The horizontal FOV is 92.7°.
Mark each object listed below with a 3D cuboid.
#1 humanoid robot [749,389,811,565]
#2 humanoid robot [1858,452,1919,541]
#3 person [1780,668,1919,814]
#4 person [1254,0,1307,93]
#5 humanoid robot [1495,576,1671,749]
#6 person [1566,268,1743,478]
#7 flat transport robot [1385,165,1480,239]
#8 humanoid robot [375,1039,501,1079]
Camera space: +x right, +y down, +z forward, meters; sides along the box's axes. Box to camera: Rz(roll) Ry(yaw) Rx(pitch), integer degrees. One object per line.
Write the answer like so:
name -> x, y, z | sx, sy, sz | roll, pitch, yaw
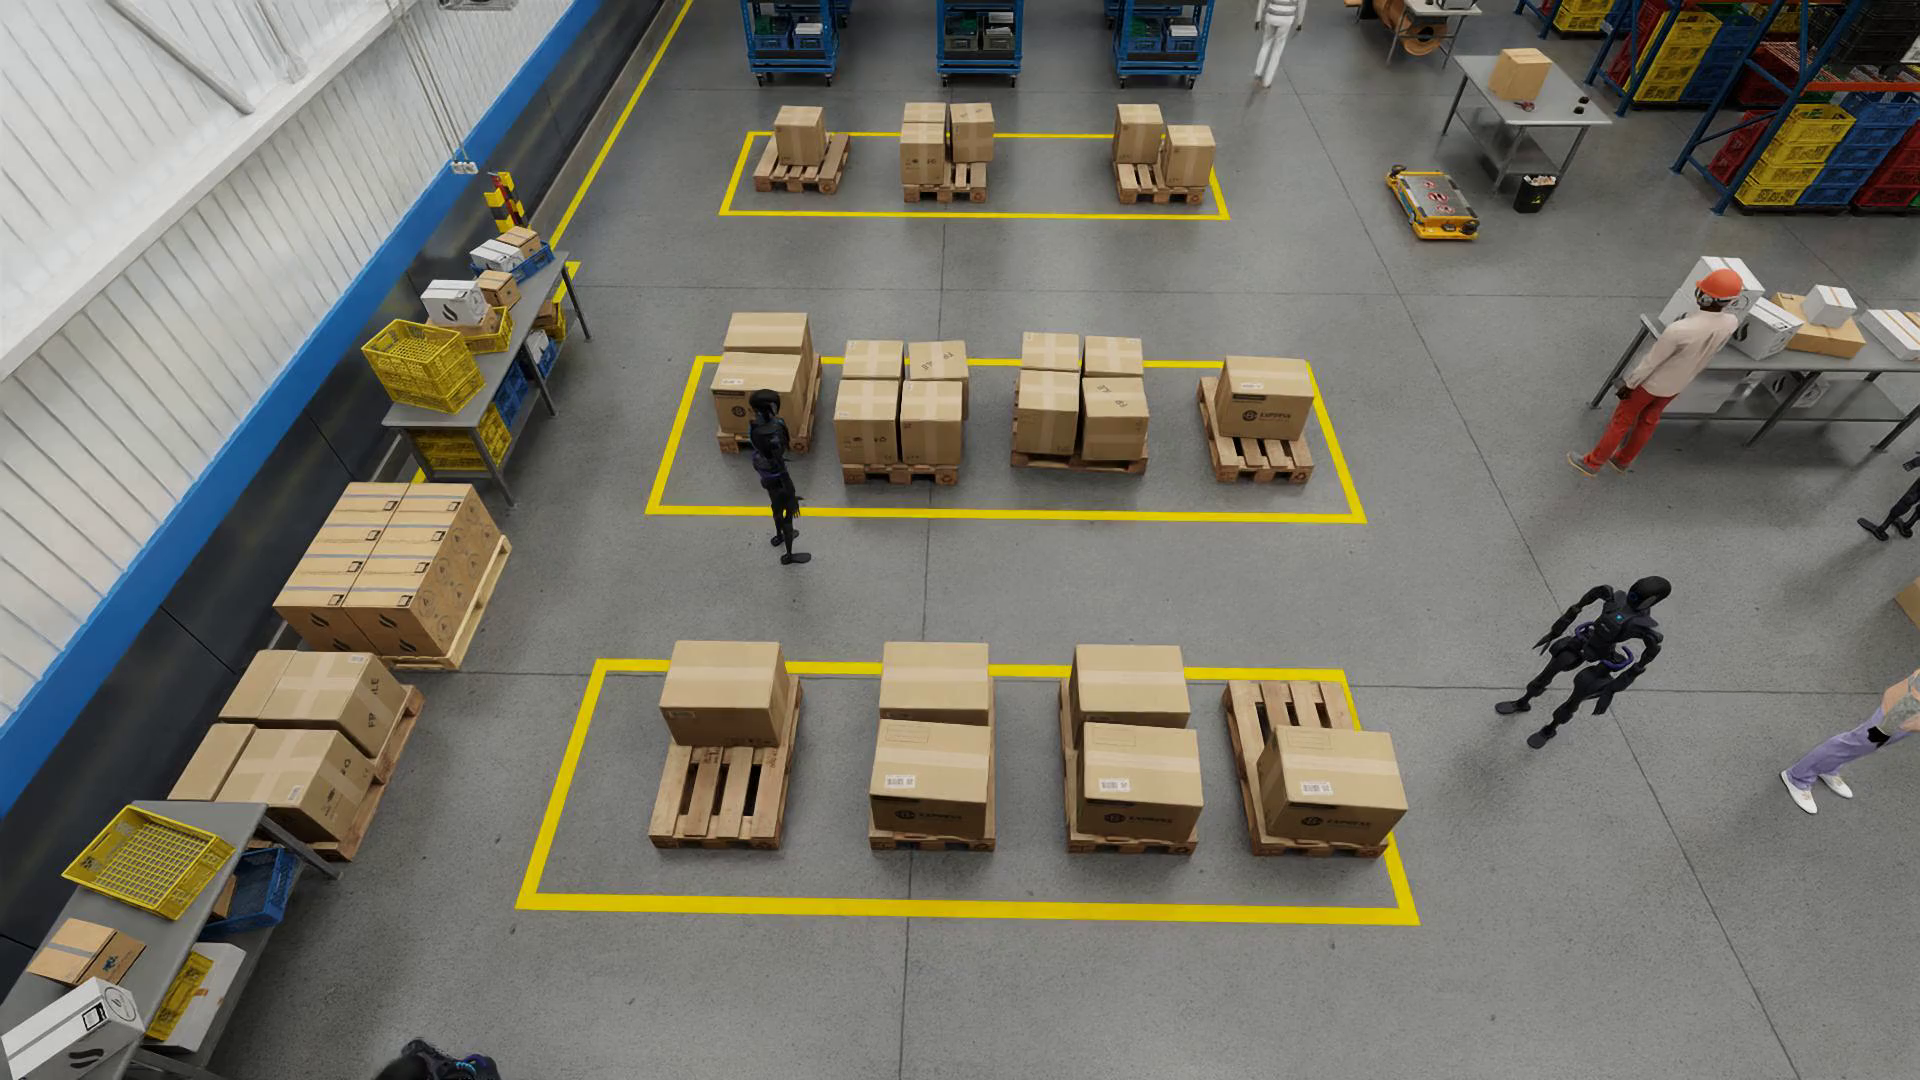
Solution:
humanoid robot -> -1.395, -0.492, 7.019 | 0.317, 1.657, 0.613 | -19, 52, -16
humanoid robot -> 7.832, -0.654, 7.159 | 0.609, 1.657, 0.311 | -5, 49, -4
person -> 5.803, 1.043, 5.534 | 0.586, 1.927, 0.363 | -14, 51, -12
person -> 4.461, -7.265, 12.766 | 0.602, 1.864, 0.508 | 24, 53, 20
humanoid robot -> 4.034, 0.784, 5.914 | 0.325, 1.657, 0.594 | -17, 51, -15
person -> 5.755, -1.328, 7.549 | 0.616, 1.985, 0.401 | -9, 50, -8
flat transport robot -> 5.692, -4.094, 11.059 | 0.652, 0.197, 1.431 | 1, 49, 1
humanoid robot -> -2.252, 2.661, 4.291 | 0.334, 1.652, 0.607 | -36, 58, -27
